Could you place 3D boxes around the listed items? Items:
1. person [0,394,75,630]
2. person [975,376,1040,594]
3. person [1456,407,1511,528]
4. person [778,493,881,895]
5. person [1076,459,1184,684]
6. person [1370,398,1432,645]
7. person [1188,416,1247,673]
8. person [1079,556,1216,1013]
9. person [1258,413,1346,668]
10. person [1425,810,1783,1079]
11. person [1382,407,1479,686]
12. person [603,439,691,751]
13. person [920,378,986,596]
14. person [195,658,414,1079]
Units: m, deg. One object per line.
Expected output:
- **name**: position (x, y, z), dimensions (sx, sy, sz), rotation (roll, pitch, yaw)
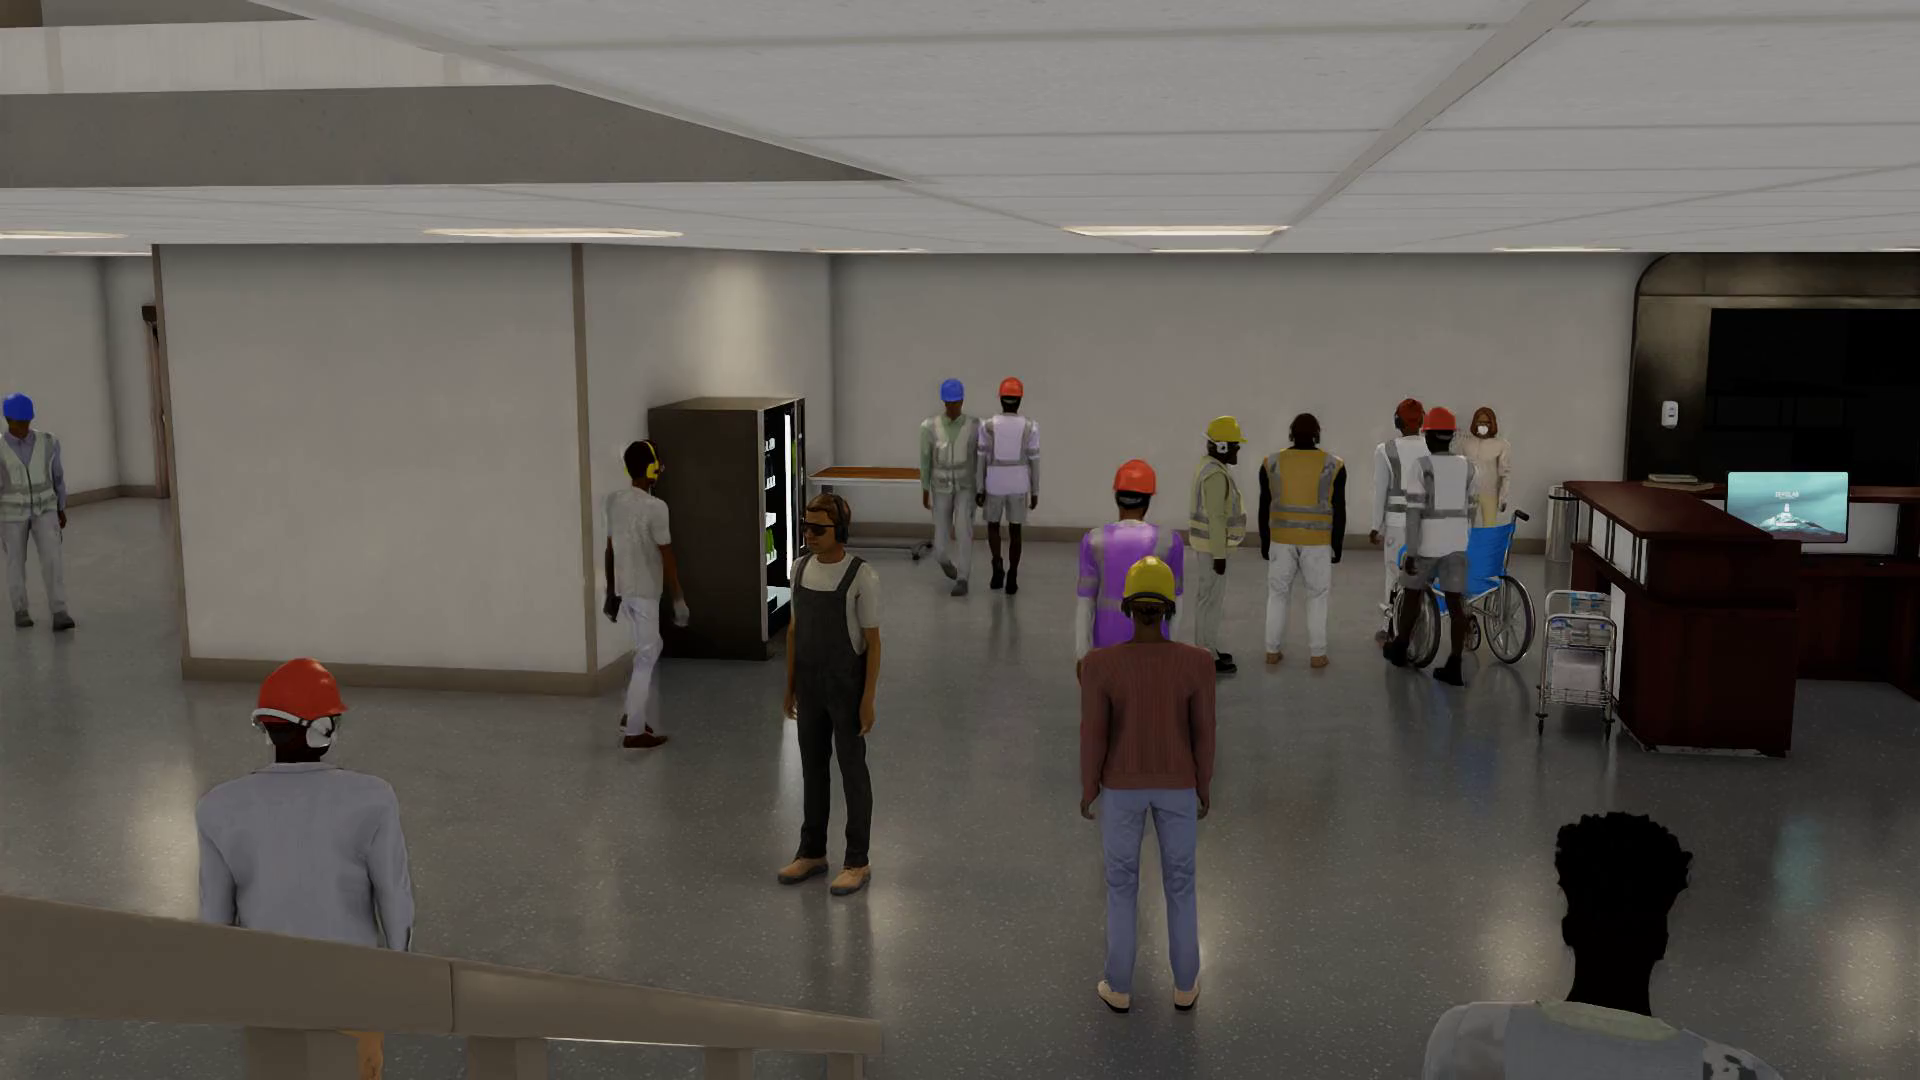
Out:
- **person**: position (-7.346, -0.205, 13.095), dimensions (0.635, 1.888, 0.891), rotation (-8, 12, -41)
- **person**: position (0.423, -0.476, 14.643), dimensions (0.576, 1.919, 0.426), rotation (0, 9, 2)
- **person**: position (4.714, -0.394, 15.065), dimensions (0.504, 1.627, 0.285), rotation (5, 11, 31)
- **person**: position (-0.597, 0.697, 7.634), dimensions (0.504, 1.847, 0.344), rotation (6, 11, 31)
- **person**: position (0.873, 0.528, 8.628), dimensions (0.532, 1.882, 1.035), rotation (3, 10, 17)
- **person**: position (3.399, -0.132, 12.630), dimensions (0.572, 1.887, 0.356), rotation (-1, 9, -5)
- **person**: position (1.829, 0.030, 11.836), dimensions (0.403, 1.823, 0.595), rotation (0, 9, 3)
- **person**: position (0.715, 0.941, 6.389), dimensions (0.525, 1.769, 0.327), rotation (0, 9, 0)
- **person**: position (2.457, 0.002, 11.998), dimensions (0.625, 1.835, 0.431), rotation (3, 10, 18)
- **person**: position (1.072, 1.432, 2.867), dimensions (0.614, 1.939, 0.888), rotation (5, 10, 27)
- **person**: position (3.297, 0.016, 11.675), dimensions (0.573, 1.894, 0.922), rotation (-2, 9, -12)
- **person**: position (-1.852, 0.330, 9.876), dimensions (0.537, 1.850, 0.484), rotation (9, 13, 43)
- **person**: position (-0.045, -0.501, 14.813), dimensions (0.619, 1.919, 0.795), rotation (1, 9, 3)
- **person**: position (-1.864, 1.204, 4.800), dimensions (0.572, 1.748, 0.337), rotation (-2, 9, -11)
